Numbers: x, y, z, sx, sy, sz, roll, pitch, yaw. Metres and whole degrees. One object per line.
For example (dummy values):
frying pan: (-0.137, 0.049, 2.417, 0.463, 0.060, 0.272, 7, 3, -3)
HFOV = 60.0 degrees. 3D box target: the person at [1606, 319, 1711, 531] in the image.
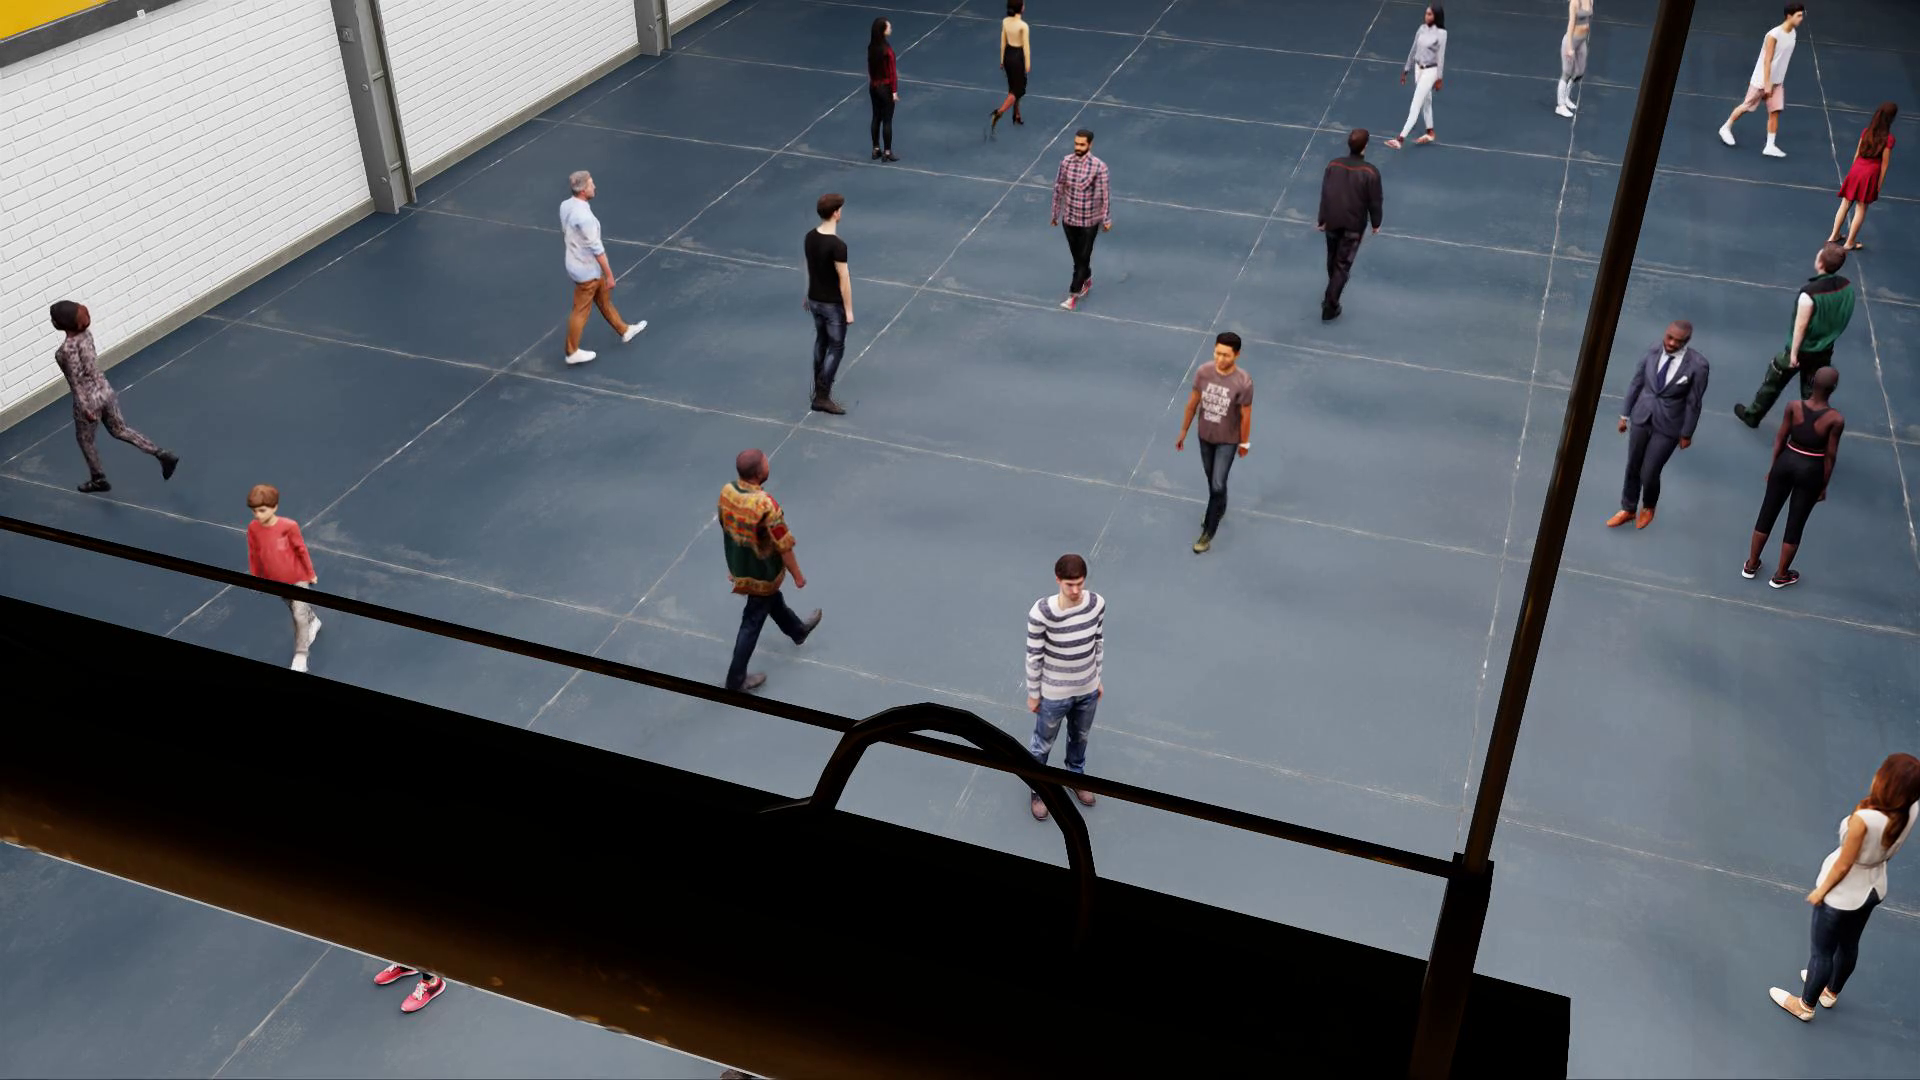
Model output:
person: (5.364, -0.892, 12.694, 0.840, 1.808, 0.834, -23, 40, -30)

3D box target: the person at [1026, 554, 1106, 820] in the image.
person: (0.637, 0.857, 10.021, 0.715, 1.853, 0.755, -12, 35, -17)

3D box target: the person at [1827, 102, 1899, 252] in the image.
person: (9.404, -3.791, 17.288, 0.737, 1.551, 0.676, -21, 39, -28)

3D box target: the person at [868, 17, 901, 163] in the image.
person: (-0.908, -5.237, 19.371, 0.653, 1.653, 0.658, -29, 43, -36)

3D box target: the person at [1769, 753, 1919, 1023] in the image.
person: (4.654, 1.814, 8.643, 0.662, 1.785, 0.719, -14, 36, -20)

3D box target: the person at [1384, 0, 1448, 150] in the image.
person: (5.597, -5.496, 19.729, 1.128, 1.687, 1.065, -15, 36, -21)

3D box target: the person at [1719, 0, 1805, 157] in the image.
person: (9.439, -5.441, 19.595, 1.144, 1.744, 1.196, -15, 36, -21)

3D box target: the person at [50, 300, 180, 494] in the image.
person: (-6.759, -1.115, 13.134, 0.868, 1.692, 1.066, 0, 34, -1)

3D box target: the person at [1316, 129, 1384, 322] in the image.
person: (3.625, -2.959, 15.815, 0.934, 1.795, 1.182, 21, 39, 28)

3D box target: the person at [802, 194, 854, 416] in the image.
person: (-1.168, -2.017, 14.323, 1.023, 1.878, 0.977, -24, 40, -31)

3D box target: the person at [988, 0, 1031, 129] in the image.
person: (0.612, -5.727, 20.126, 0.819, 1.633, 1.020, 28, 43, 35)

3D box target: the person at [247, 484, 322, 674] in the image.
person: (-4.607, 0.210, 11.424, 0.734, 1.380, 1.015, 1, 34, 2)

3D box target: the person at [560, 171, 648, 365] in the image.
person: (-3.461, -2.416, 15.008, 1.221, 1.785, 1.102, -20, 38, -27)

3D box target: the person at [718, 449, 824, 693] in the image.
person: (-1.410, 0.255, 11.013, 1.275, 1.759, 1.032, -28, 43, -35)

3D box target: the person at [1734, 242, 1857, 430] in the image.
person: (7.026, -1.527, 13.656, 1.072, 1.800, 1.251, -8, 34, -12)

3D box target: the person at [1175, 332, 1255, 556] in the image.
person: (2.012, -0.827, 12.651, 0.839, 1.747, 1.018, 26, 41, 33)

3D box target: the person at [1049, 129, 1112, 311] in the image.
person: (1.219, -3.157, 16.164, 0.885, 1.739, 1.105, 20, 39, 28)

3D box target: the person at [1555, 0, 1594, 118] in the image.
person: (7.624, -6.184, 20.752, 0.724, 1.702, 0.787, -17, 37, -23)

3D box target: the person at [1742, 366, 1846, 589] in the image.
person: (6.079, -0.468, 12.096, 0.668, 1.763, 0.665, -29, 43, -36)
